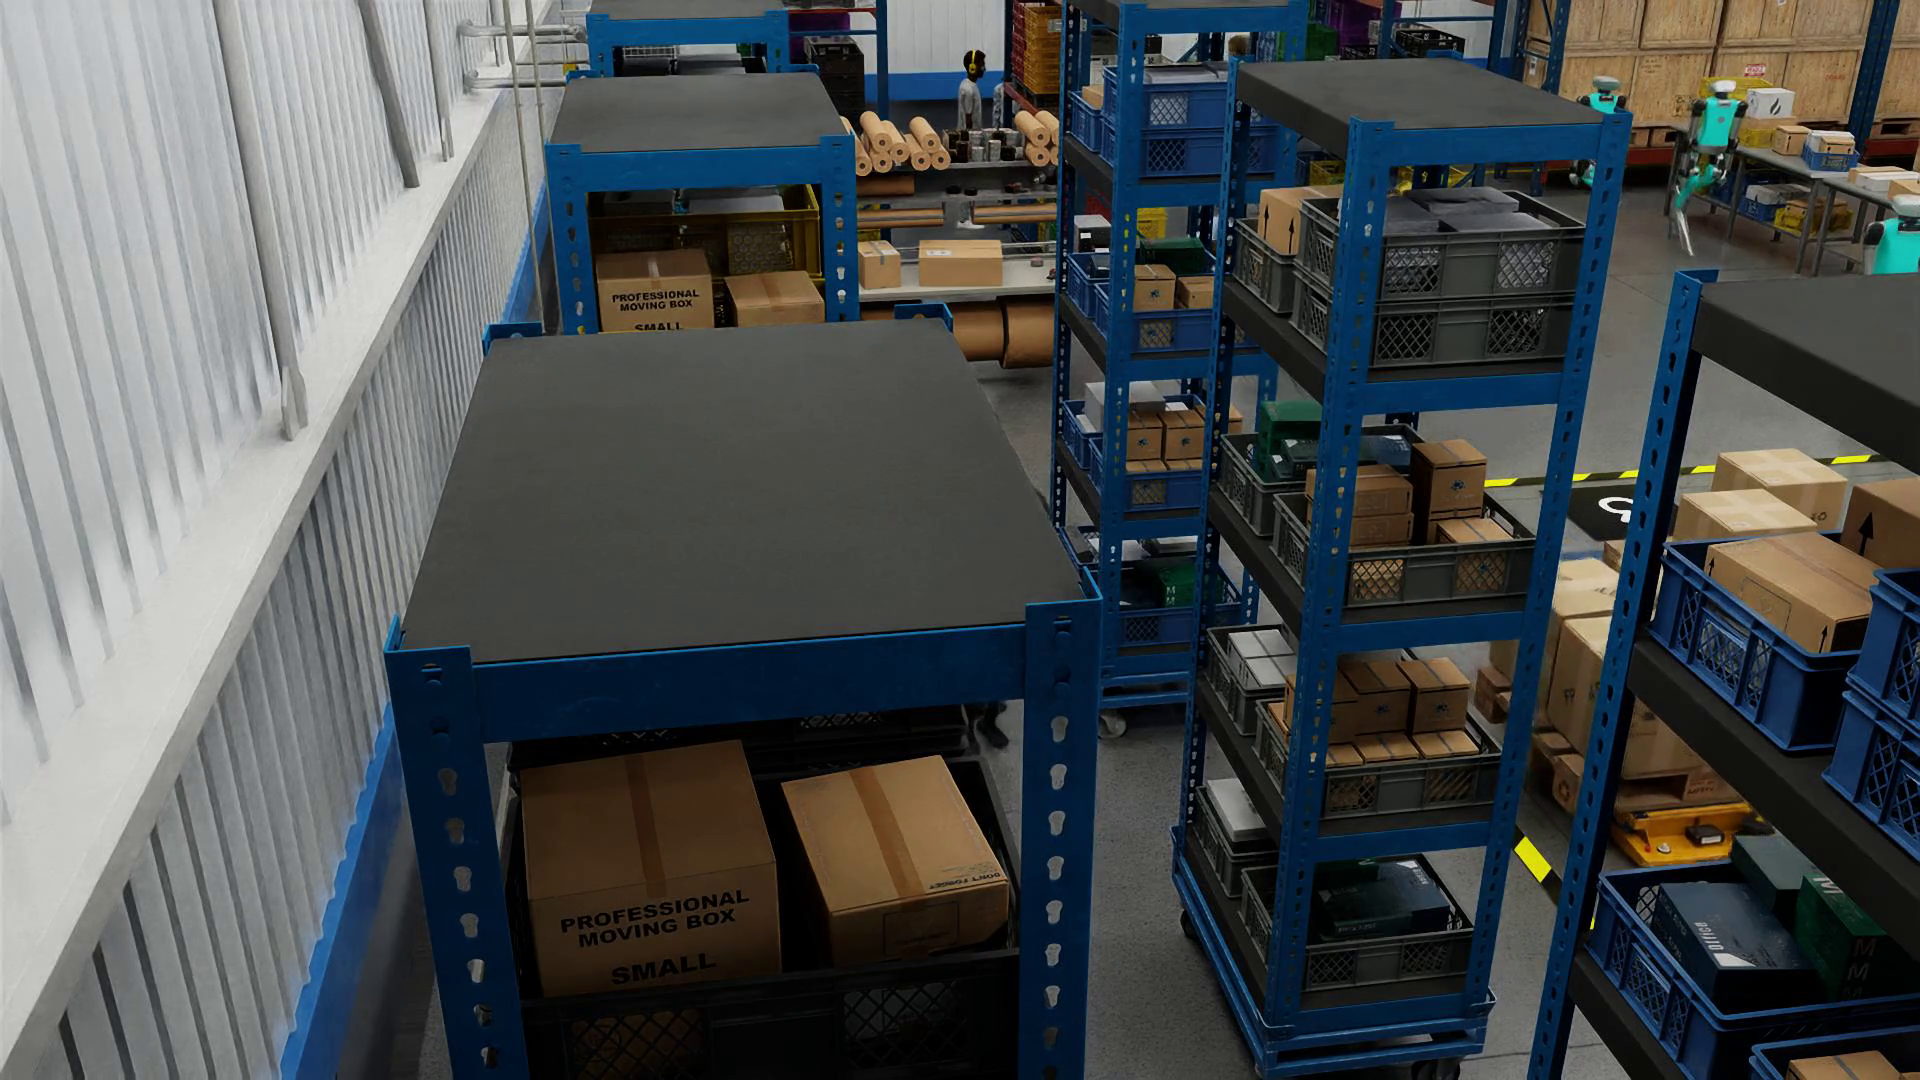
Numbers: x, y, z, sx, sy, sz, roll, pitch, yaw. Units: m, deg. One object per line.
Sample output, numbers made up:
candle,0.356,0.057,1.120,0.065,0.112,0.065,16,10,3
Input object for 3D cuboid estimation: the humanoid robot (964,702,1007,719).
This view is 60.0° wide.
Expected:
humanoid robot,-0.014,0.108,8.371,0.593,1.640,0.373,17,30,33

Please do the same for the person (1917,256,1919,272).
person,7.930,-2.207,13.172,0.610,1.878,0.503,9,26,19

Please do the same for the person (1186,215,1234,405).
person,1.675,-1.260,11.142,0.384,1.850,0.597,-4,25,-9

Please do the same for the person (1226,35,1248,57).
person,3.229,-4.863,19.053,0.882,1.809,0.574,9,26,19

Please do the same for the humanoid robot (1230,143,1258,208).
humanoid robot,3.235,-4.350,18.112,0.699,1.628,0.608,-6,25,-13

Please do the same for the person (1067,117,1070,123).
person,1.230,-4.360,17.880,0.339,1.860,0.508,4,25,8

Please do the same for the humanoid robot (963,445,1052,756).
humanoid robot,0.160,0.278,8.017,0.589,1.641,0.409,-9,26,-19

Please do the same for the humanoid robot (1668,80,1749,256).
humanoid robot,7.444,-3.828,16.883,0.548,1.766,0.945,0,25,0

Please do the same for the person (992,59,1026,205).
person,0.589,-4.380,18.053,0.487,1.743,0.294,2,25,5

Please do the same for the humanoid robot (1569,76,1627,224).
humanoid robot,6.437,-3.691,16.603,0.553,1.749,1.034,-7,26,-15

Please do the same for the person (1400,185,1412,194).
person,3.303,-1.837,12.575,0.930,1.694,0.560,-1,25,-3

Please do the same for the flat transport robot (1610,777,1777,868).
flat transport robot,3.214,1.067,7.947,0.652,0.197,1.431,-4,25,-8

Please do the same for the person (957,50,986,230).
person,0.130,-4.221,17.577,0.331,1.861,0.499,0,25,0

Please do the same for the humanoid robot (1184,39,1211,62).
humanoid robot,2.981,-4.910,19.280,1.033,1.776,0.540,-13,28,-27

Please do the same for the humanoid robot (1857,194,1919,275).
humanoid robot,6.652,-1.544,11.736,0.533,1.677,0.735,0,25,0
